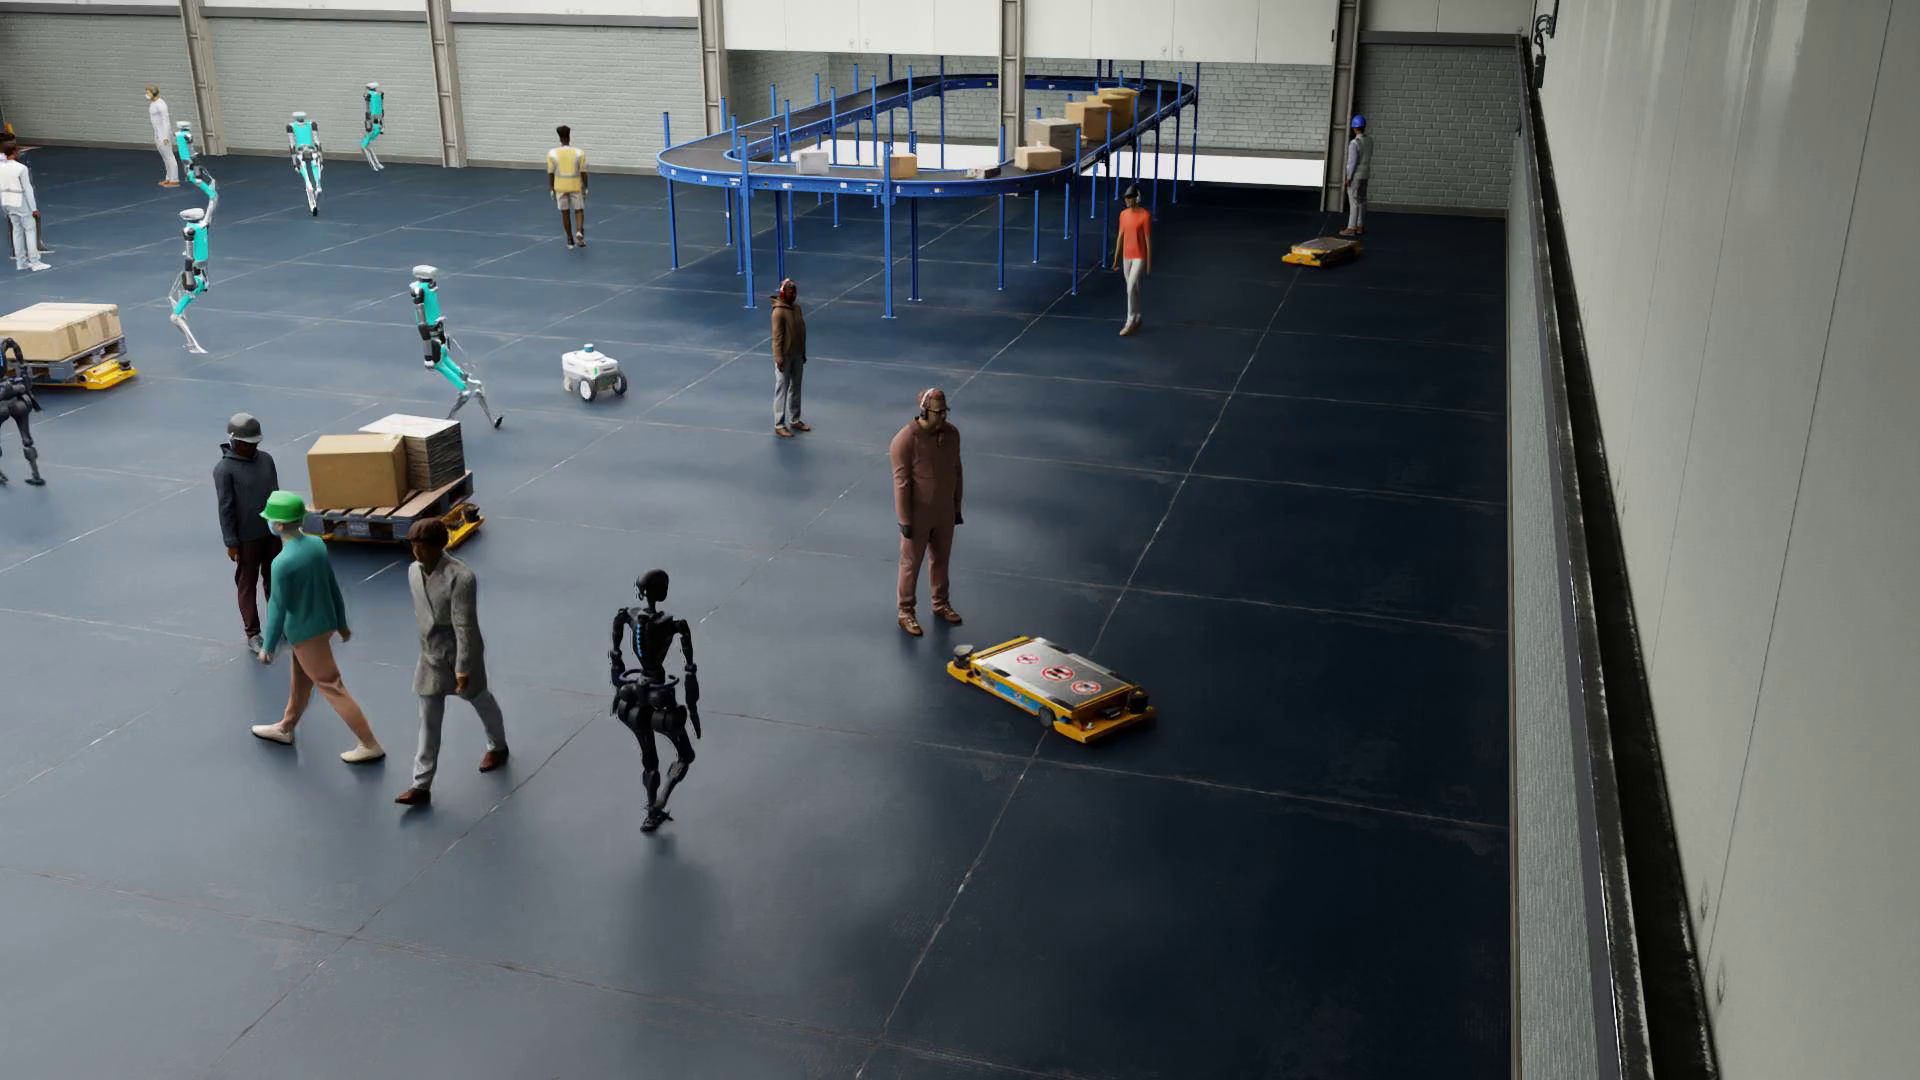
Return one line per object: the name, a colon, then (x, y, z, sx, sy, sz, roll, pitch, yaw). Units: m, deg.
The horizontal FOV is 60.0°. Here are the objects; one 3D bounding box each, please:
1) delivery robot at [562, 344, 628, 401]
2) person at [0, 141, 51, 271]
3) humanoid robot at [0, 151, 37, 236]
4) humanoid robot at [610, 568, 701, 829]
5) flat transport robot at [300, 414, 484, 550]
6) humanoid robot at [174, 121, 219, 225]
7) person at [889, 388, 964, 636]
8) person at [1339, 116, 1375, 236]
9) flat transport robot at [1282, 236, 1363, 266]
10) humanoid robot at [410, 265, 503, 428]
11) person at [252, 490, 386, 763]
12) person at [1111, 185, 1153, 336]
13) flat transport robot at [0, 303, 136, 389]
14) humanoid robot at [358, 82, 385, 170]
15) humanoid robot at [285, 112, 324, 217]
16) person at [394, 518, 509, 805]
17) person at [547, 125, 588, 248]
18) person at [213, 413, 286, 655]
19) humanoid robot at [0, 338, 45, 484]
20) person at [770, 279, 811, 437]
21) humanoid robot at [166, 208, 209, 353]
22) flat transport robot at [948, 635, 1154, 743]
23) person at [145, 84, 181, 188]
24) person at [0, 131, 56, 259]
delivery robot: (-4.153, -1.904, 18.703, 0.765, 0.583, 0.499, 20, 29, 41)
person: (-14.045, -4.979, 24.821, 0.594, 1.908, 0.387, 7, 22, 18)
humanoid robot: (-15.547, -5.825, 27.342, 0.612, 1.640, 0.416, -12, 24, -28)
humanoid robot: (-1.811, 0.942, 9.783, 0.609, 1.648, 0.359, 8, 22, 19)
flat transport robot: (-4.981, -0.151, 14.570, 1.431, 0.231, 0.659, 3, 21, 8)
humanoid robot: (-12.865, -6.214, 28.279, 0.540, 1.818, 0.686, 19, 28, 41)
person: (-0.218, -0.220, 12.496, 0.633, 1.901, 0.403, -16, 26, -36)
person: (6.549, -6.001, 27.425, 0.399, 1.937, 0.603, 19, 28, 40)
flat transport robot: (5.631, -4.470, 25.772, 0.659, 0.231, 1.431, 16, 26, 36)
humanoid robot: (-5.171, -1.932, 17.231, 0.873, 1.838, 0.547, 0, 21, -1)
person: (-4.173, 0.558, 10.575, 1.015, 1.815, 0.532, 3, 21, 9)
person: (2.158, -3.550, 21.138, 0.730, 1.883, 0.502, -19, 28, -41)
flat transport robot: (-10.370, -1.924, 19.167, 1.431, 0.231, 0.659, 2, 21, 5)
humanoid robot: (-12.112, -8.447, 34.075, 0.680, 1.822, 0.530, 7, 22, 19)
humanoid robot: (-11.437, -6.584, 29.248, 0.556, 1.783, 0.957, -10, 23, -25)
person: (-3.154, 0.723, 10.208, 0.518, 1.783, 0.957, 8, 22, 19)
person: (-6.174, -5.557, 26.257, 0.609, 1.945, 0.555, -5, 22, -12)
person: (-5.168, -0.065, 12.207, 0.377, 1.807, 0.537, 12, 24, 27)
humanoid robot: (-9.031, -1.334, 15.688, 0.599, 1.638, 0.614, 13, 24, 29)
person: (-1.772, -1.890, 17.168, 0.325, 1.644, 0.456, 12, 24, 29)
humanoid robot: (-9.519, -3.150, 20.342, 0.797, 1.792, 0.530, -1, 21, -1)
flat transport robot: (0.615, 1.000, 11.583, 0.659, 0.231, 1.431, -17, 27, -37)
person: (-15.375, -7.787, 32.058, 0.352, 1.936, 0.634, -15, 26, -35)
person: (-14.428, -5.313, 25.627, 0.734, 1.940, 0.617, -5, 22, -12)
